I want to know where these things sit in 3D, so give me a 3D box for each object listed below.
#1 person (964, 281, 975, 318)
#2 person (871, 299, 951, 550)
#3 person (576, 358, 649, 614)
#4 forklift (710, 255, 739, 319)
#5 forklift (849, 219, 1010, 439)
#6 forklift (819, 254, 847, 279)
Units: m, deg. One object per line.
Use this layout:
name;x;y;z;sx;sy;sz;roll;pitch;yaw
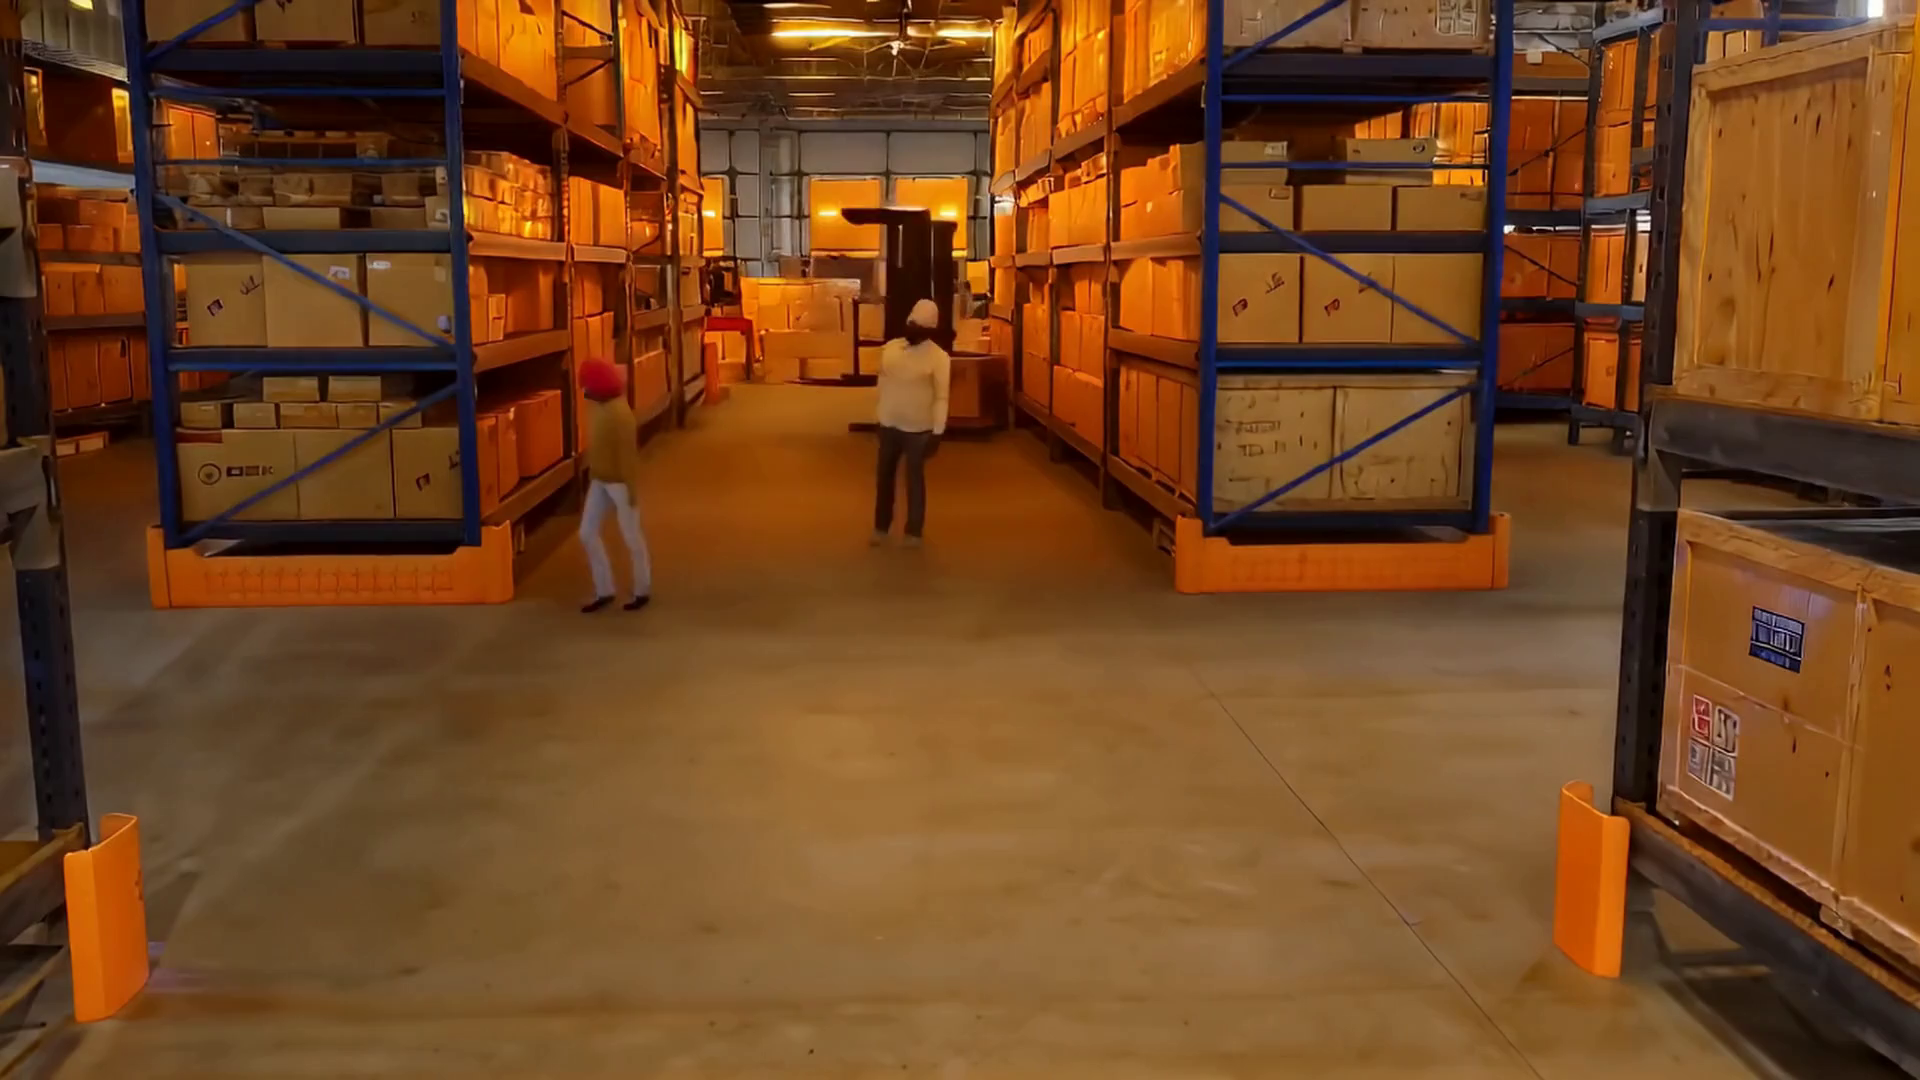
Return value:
person;0.322;-7.456;54.115;0.444;1.929;0.649;2;9;14
person;-0.389;-0.872;12.773;0.692;1.940;0.463;4;10;21
person;-2.193;-0.328;10.369;0.607;1.595;0.590;8;12;41
forklift;-8.368;-8.713;59.038;1.129;2.768;1.873;-1;9;-4
forklift;-0.379;-2.785;21.818;1.873;2.768;1.129;4;10;26
forklift;-4.317;-8.378;56.937;1.129;2.768;1.873;4;10;24
